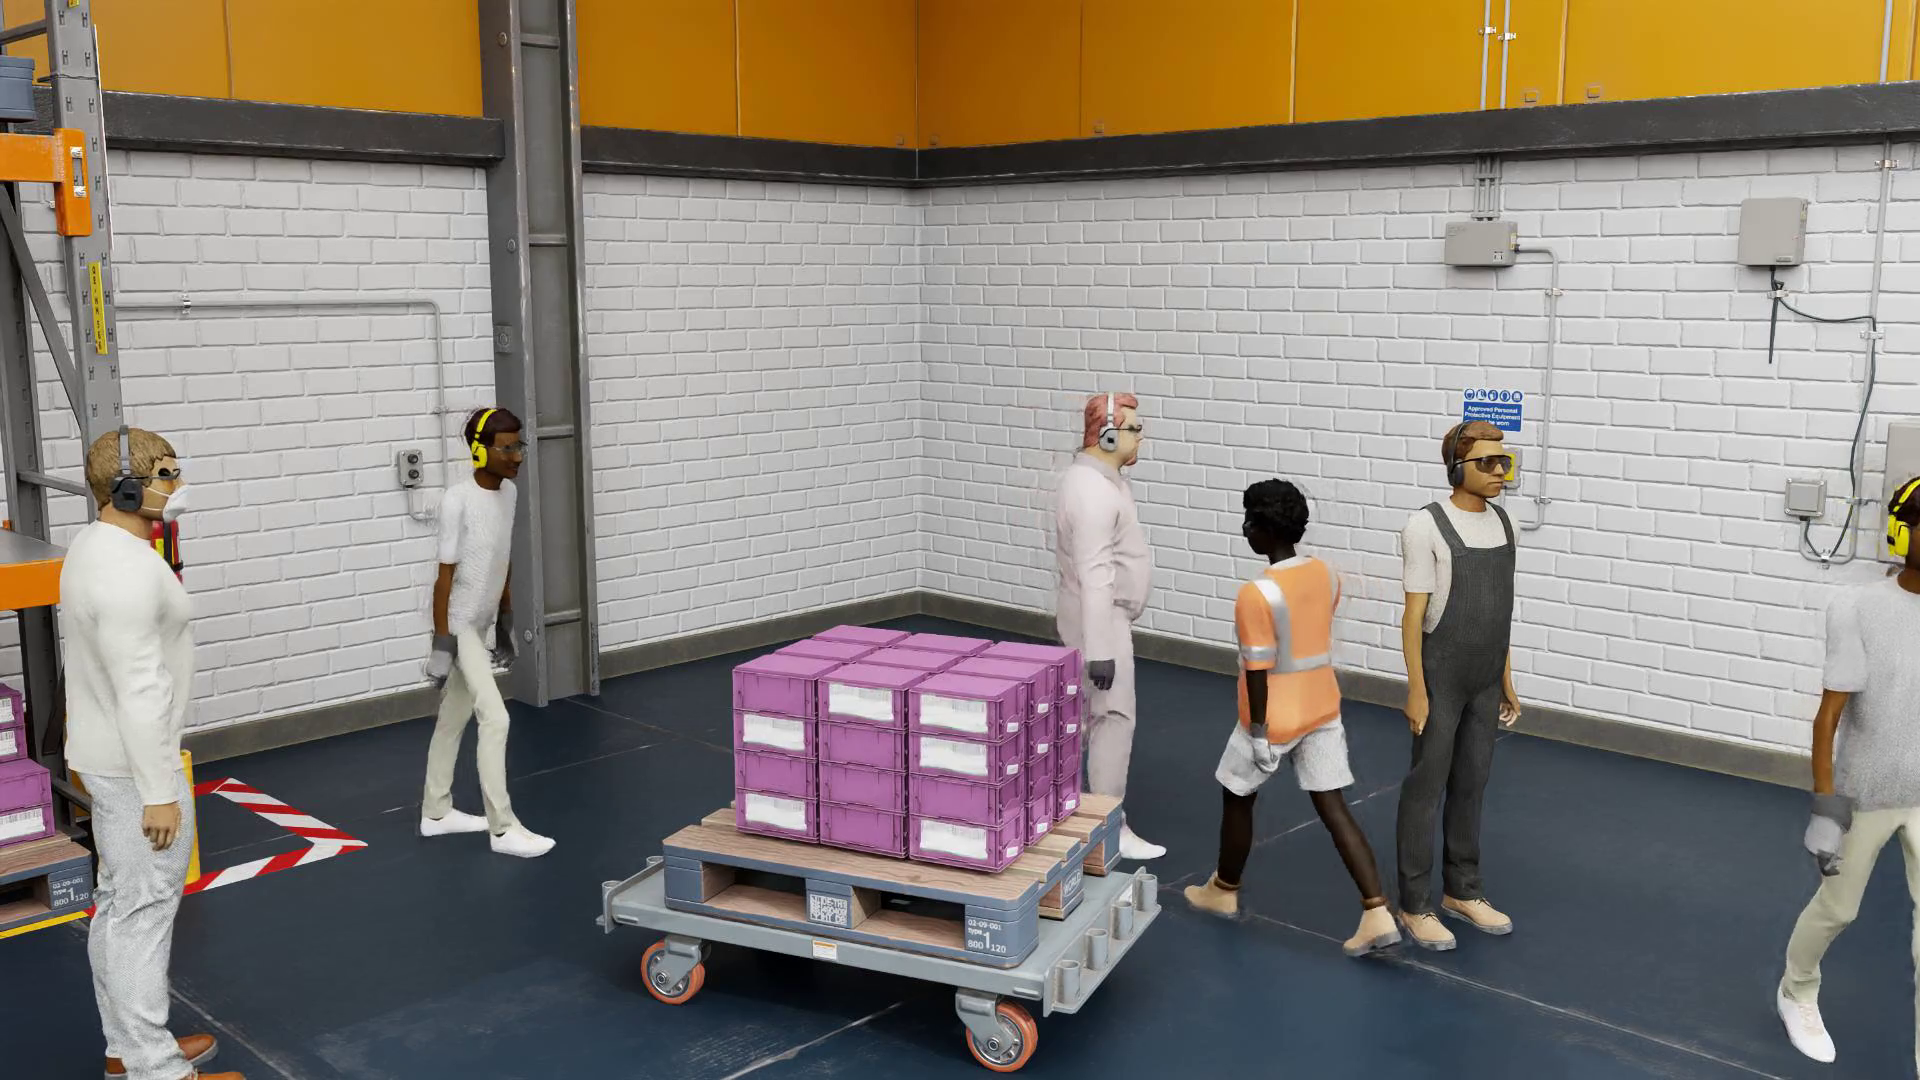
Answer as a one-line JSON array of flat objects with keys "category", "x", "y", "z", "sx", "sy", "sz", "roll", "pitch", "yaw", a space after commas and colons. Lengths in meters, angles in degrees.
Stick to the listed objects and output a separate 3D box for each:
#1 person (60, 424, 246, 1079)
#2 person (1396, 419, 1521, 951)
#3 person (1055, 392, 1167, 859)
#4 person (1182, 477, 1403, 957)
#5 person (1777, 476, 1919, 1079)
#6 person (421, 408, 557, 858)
[{"category": "person", "x": -2.308, "y": 0.642, "z": 4.687, "sx": 0.372, "sy": 1.939, "sz": 0.629, "roll": -6, "pitch": 11, "yaw": -33}, {"category": "person", "x": 1.763, "y": 0.500, "z": 5.844, "sx": 0.508, "sy": 1.847, "sz": 0.345, "roll": -5, "pitch": 11, "yaw": -30}, {"category": "person", "x": 0.503, "y": 0.350, "z": 6.646, "sx": 0.581, "sy": 1.890, "sz": 0.654, "roll": 0, "pitch": 9, "yaw": 2}, {"category": "person", "x": 1.171, "y": 0.605, "z": 5.771, "sx": 0.529, "sy": 1.656, "sz": 0.894, "roll": -7, "pitch": 12, "yaw": -36}, {"category": "person", "x": 2.605, "y": 0.708, "z": 4.649, "sx": 0.547, "sy": 1.828, "sz": 0.988, "roll": 0, "pitch": 9, "yaw": 1}, {"category": "person", "x": -1.959, "y": 0.376, "z": 6.736, "sx": 0.675, "sy": 1.815, "sz": 0.509, "roll": 1, "pitch": 9, "yaw": 7}]
